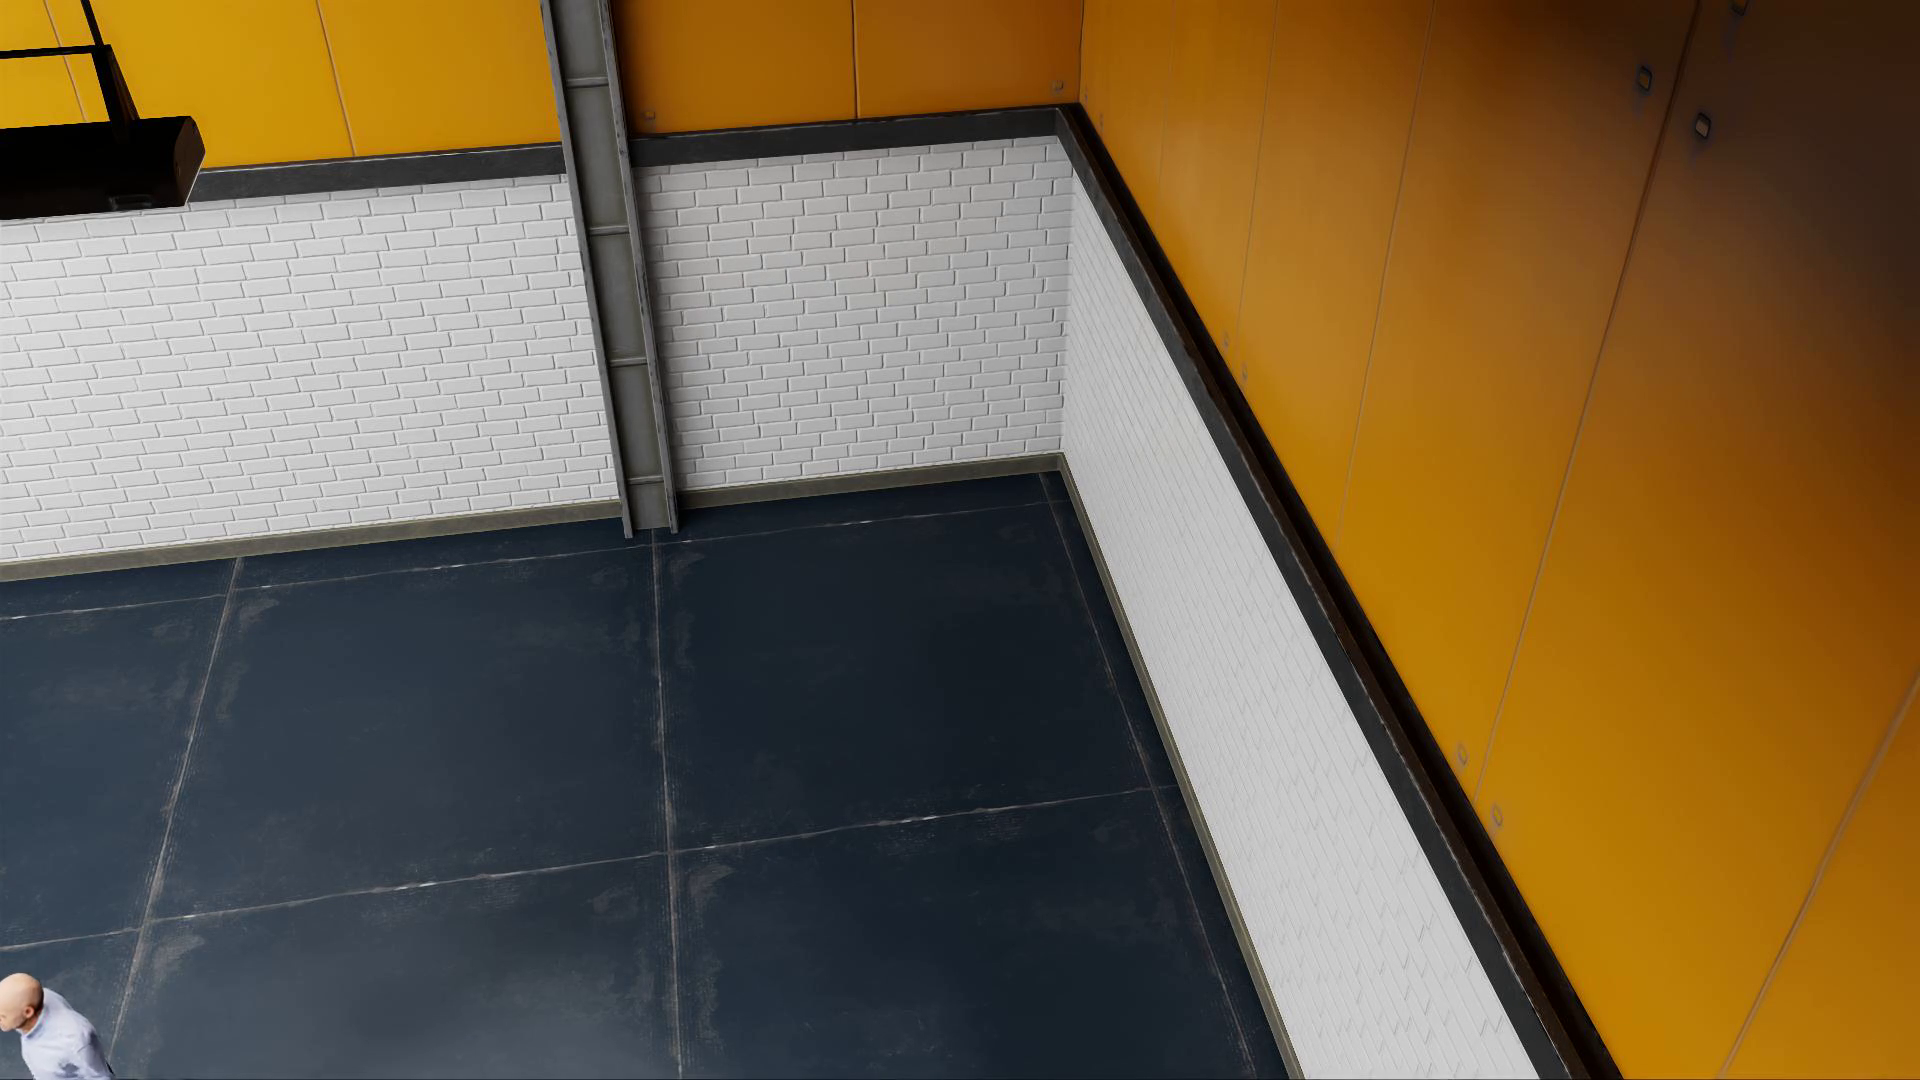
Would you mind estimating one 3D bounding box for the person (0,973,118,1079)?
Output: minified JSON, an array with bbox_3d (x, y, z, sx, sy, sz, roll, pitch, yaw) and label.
[{"bbox_3d":[-3.980,2.539,7.759,1.174,1.754,1.290,28,47,31],"label":"person"}]
